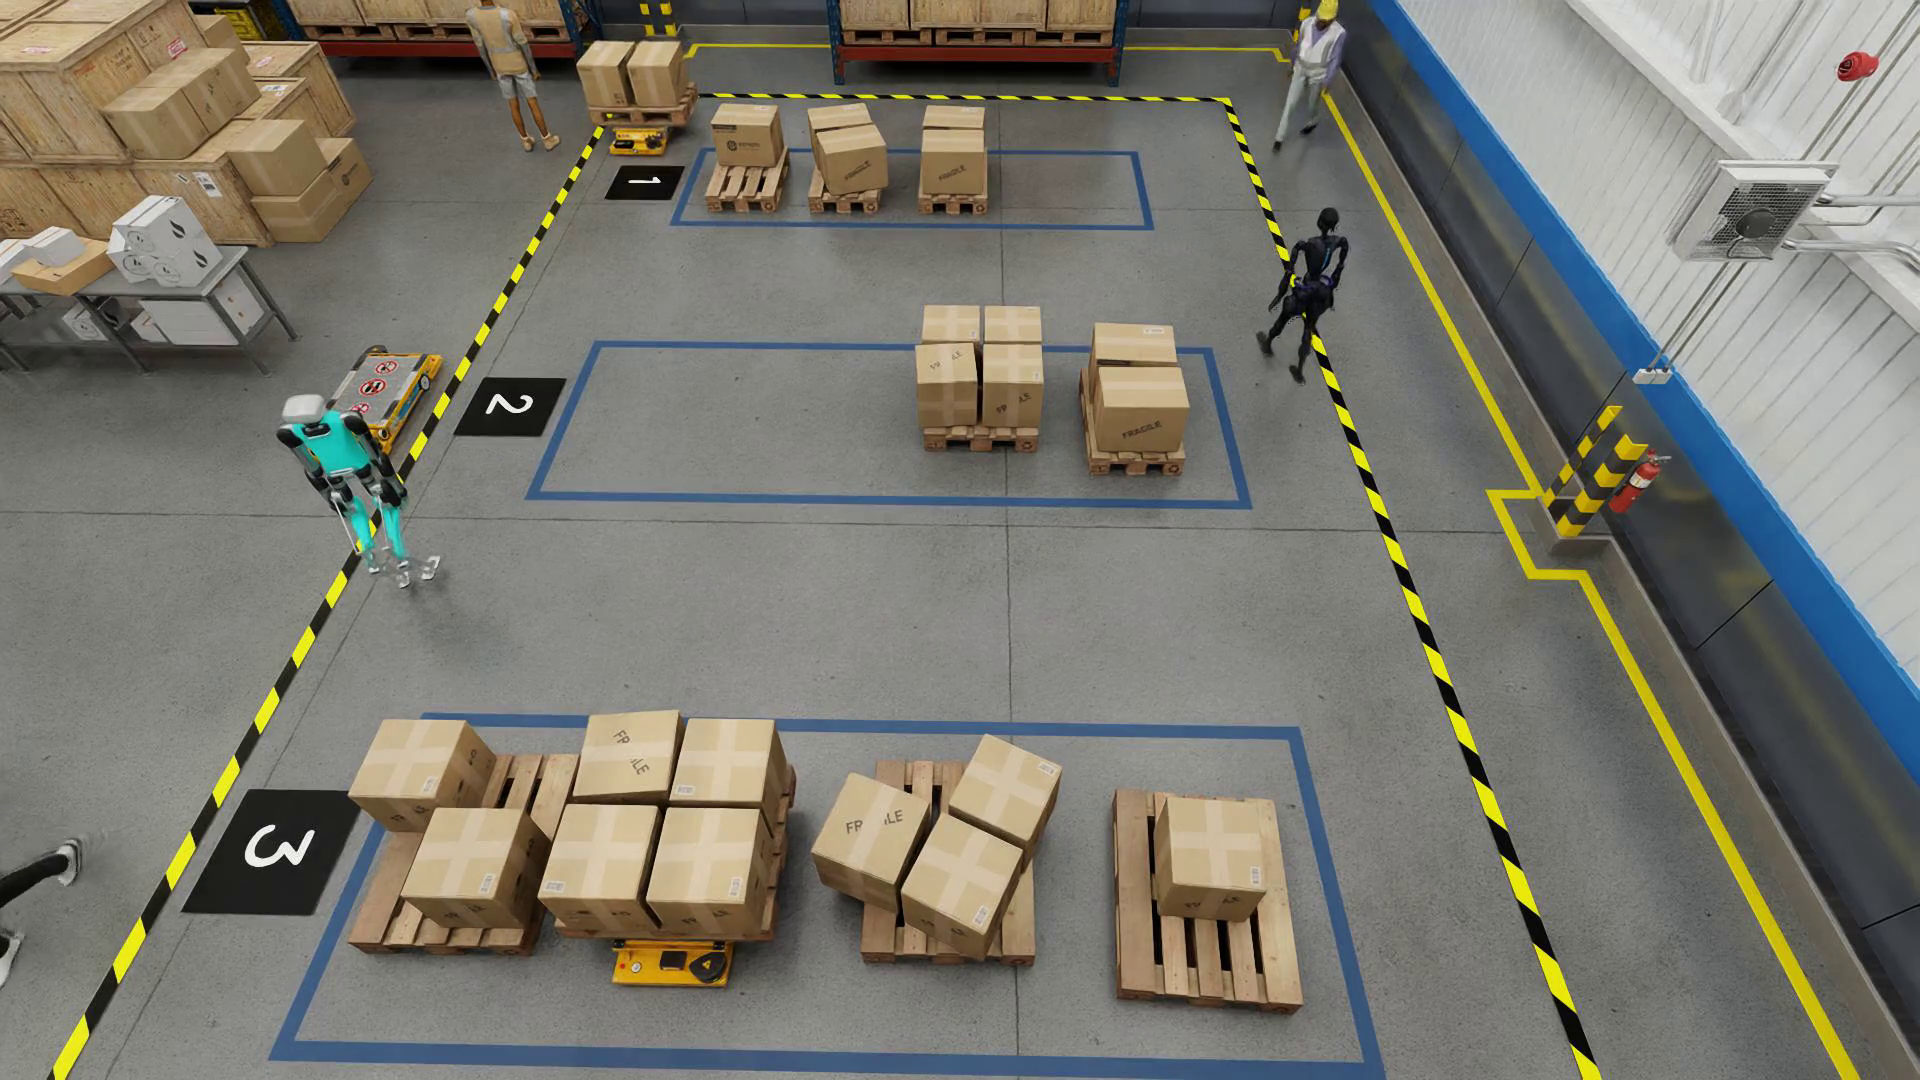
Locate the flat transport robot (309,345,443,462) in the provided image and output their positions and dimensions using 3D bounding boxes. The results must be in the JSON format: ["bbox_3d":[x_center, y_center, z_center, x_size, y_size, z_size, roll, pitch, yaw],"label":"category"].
[{"bbox_3d":[-5.383,-1.269,8.441,0.659,0.231,1.431,1,50,1],"label":"flat transport robot"}]

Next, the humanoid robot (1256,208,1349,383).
[{"bbox_3d":[3.161,-2.279,8.391,0.596,1.626,0.750,-6,50,-5],"label":"humanoid robot"}]

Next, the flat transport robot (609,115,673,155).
[{"bbox_3d":[-4.082,-5.475,11.981,0.652,0.197,1.431,1,50,1],"label":"flat transport robot"}]

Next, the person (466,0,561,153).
[{"bbox_3d":[-5.405,-5.713,11.037,0.606,2.048,0.366,-2,50,-1],"label":"person"}]

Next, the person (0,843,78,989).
[{"bbox_3d":[-5.568,1.744,4.872,0.598,1.827,0.719,-1,50,-1],"label":"person"}]

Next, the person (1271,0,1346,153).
[{"bbox_3d":[4.326,-5.761,11.255,0.633,1.782,0.921,29,56,22],"label":"person"}]

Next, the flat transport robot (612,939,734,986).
[{"bbox_3d":[-1.659,1.971,5.681,0.652,0.197,1.431,1,50,1],"label":"flat transport robot"}]

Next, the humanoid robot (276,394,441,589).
[{"bbox_3d":[-4.243,-0.208,6.492,0.533,1.677,0.735,-13,51,-11],"label":"humanoid robot"}]
